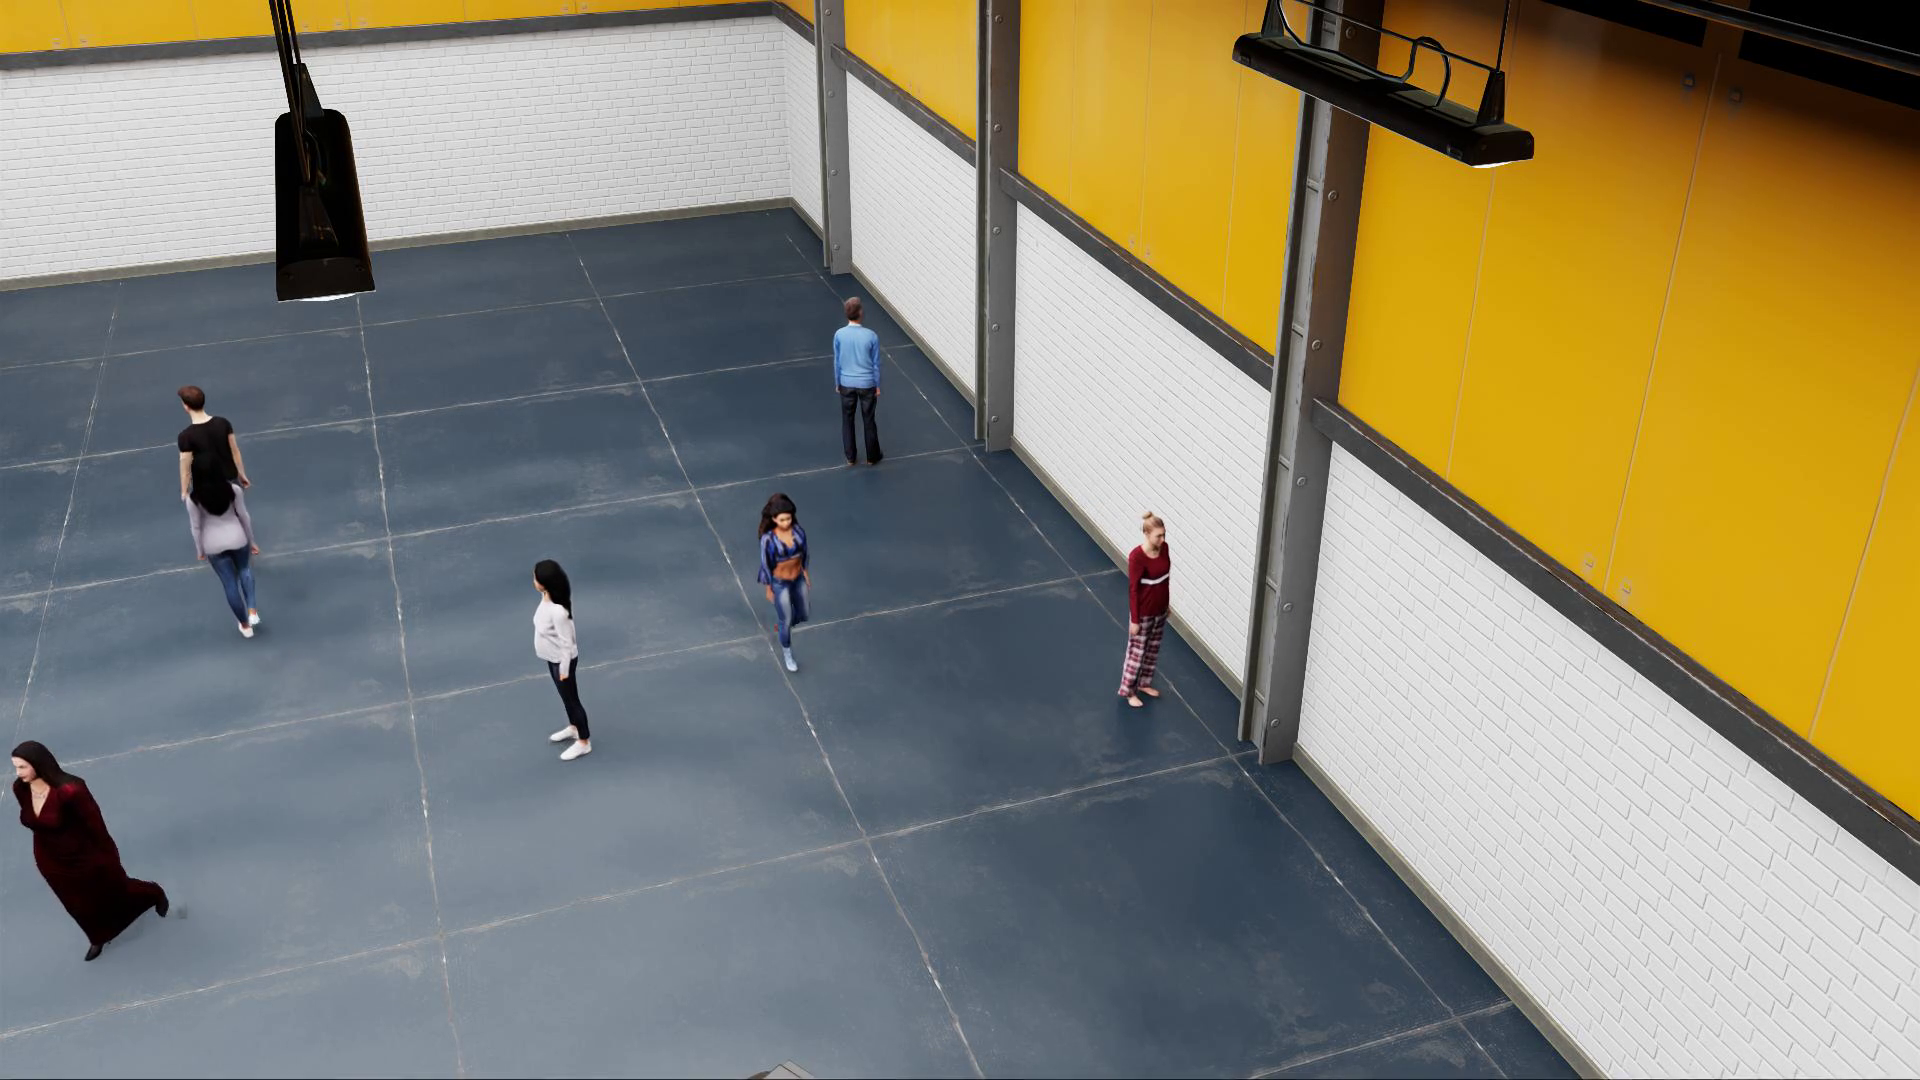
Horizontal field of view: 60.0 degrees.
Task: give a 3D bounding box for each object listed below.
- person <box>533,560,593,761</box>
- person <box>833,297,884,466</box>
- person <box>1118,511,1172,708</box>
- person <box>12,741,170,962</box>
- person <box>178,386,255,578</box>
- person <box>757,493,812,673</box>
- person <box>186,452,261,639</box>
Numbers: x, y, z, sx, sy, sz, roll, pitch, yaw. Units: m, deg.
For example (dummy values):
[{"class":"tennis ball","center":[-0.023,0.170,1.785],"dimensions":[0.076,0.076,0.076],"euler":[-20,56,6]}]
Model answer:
[{"class":"person","center":[-3.048,0.894,12.735],"dimensions":[0.702,1.700,0.511],"euler":[-14,32,-24]},{"class":"person","center":[-1.060,-1.642,17.266],"dimensions":[0.735,1.813,0.732],"euler":[4,29,8]},{"class":"person","center":[1.511,0.545,13.373],"dimensions":[0.691,1.703,0.654],"euler":[-25,37,-38]},{"class":"person","center":[-5.675,1.955,10.753],"dimensions":[0.923,1.736,1.019],"euler":[3,29,5]},{"class":"person","center":[-6.676,-0.482,15.069],"dimensions":[1.047,1.881,0.959],"euler":[21,35,34]},{"class":"person","center":[-1.469,0.334,13.856],"dimensions":[0.696,1.610,0.744],"euler":[-17,33,-28]},{"class":"person","center":[-6.235,0.089,14.186],"dimensions":[0.690,1.724,0.666],"euler":[-18,34,-30]}]
